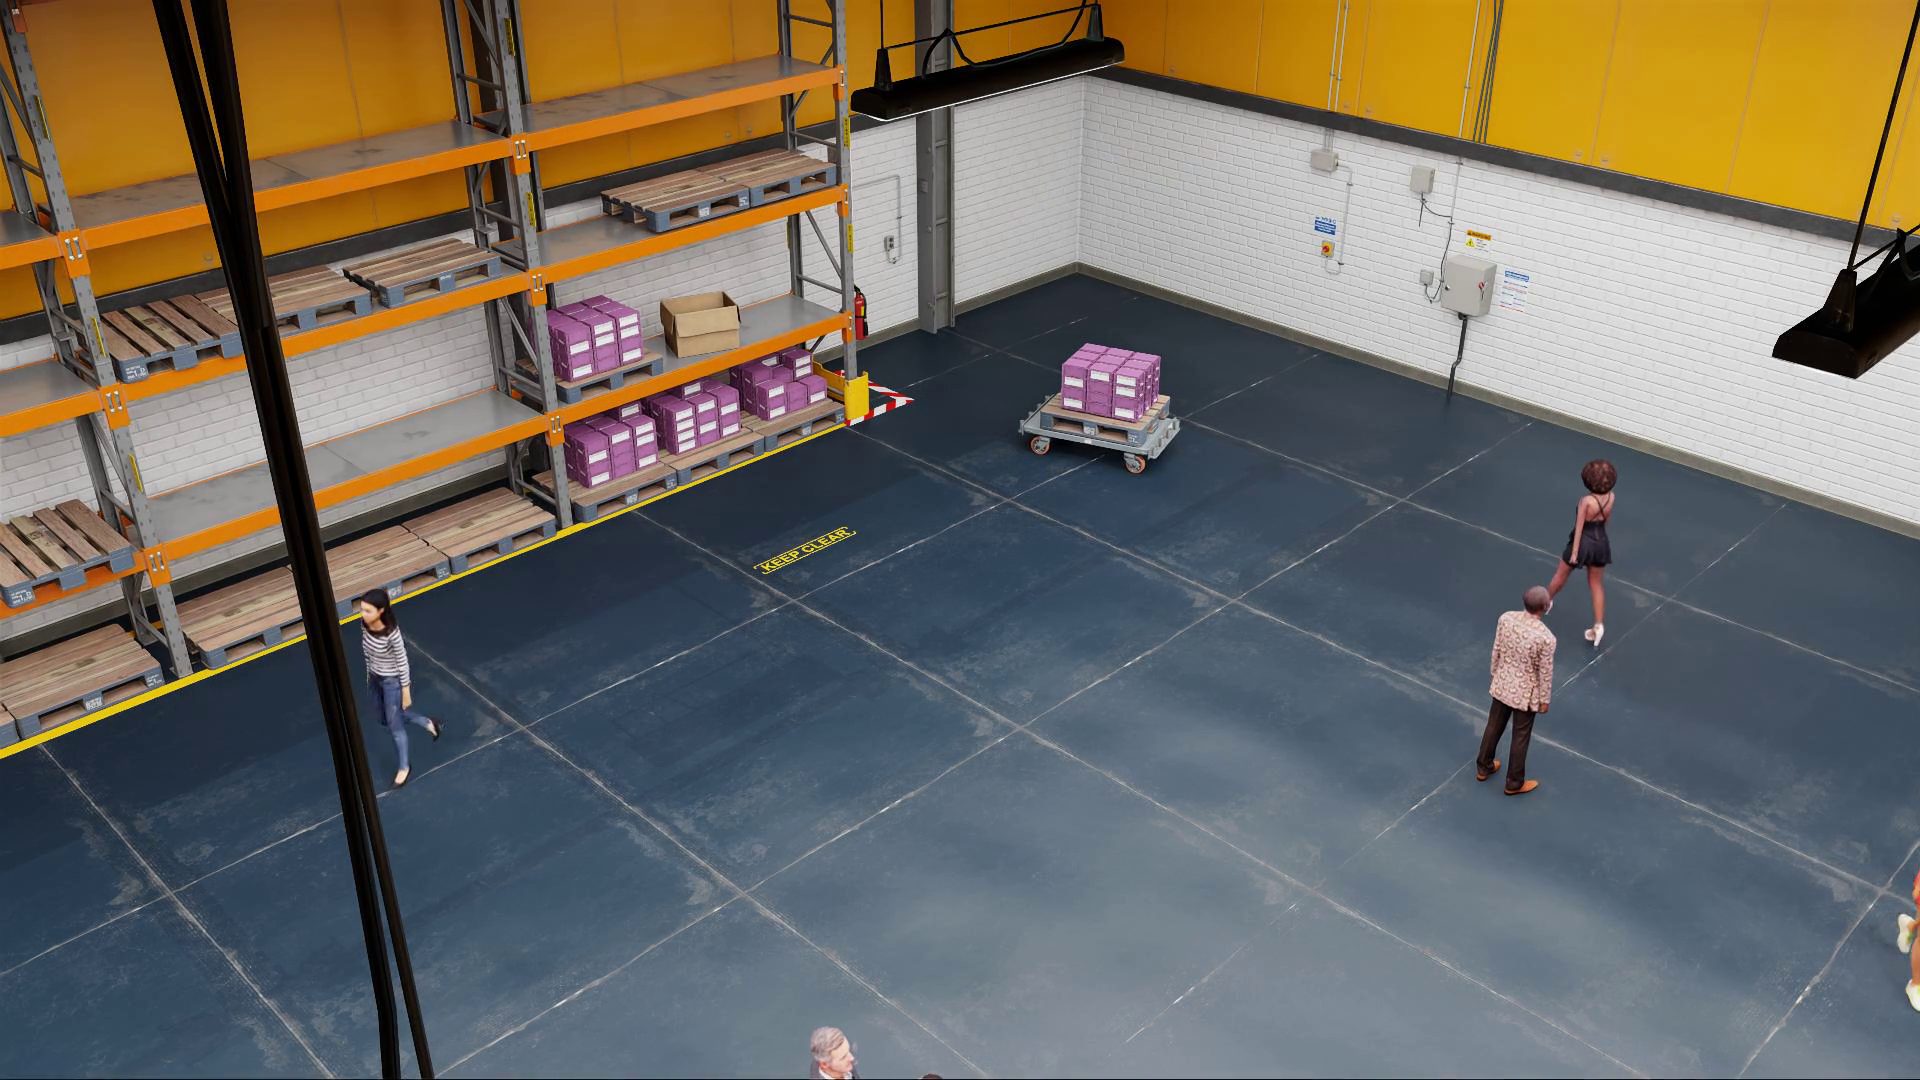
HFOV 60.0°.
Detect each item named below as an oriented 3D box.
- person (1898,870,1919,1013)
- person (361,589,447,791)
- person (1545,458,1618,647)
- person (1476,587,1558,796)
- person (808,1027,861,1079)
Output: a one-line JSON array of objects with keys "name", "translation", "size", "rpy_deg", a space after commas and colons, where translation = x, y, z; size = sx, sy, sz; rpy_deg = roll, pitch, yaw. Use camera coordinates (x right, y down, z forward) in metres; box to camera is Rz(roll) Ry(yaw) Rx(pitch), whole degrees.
[{"name": "person", "translation": [6.521, 2.274, 11.069], "size": [0.891, 1.777, 0.986], "rpy_deg": [3, 29, 5]}, {"name": "person", "translation": [-4.440, 1.129, 13.162], "size": [0.697, 1.783, 0.904], "rpy_deg": [17, 33, 29]}, {"name": "person", "translation": [5.724, 0.145, 15.012], "size": [1.074, 1.740, 0.957], "rpy_deg": [-9, 30, -16]}, {"name": "person", "translation": [4.384, 1.165, 13.072], "size": [0.632, 1.808, 0.729], "rpy_deg": [-19, 34, -31]}, {"name": "person", "translation": [-0.670, 3.343, 9.042], "size": [0.865, 1.842, 0.765], "rpy_deg": [4, 29, 8]}]
